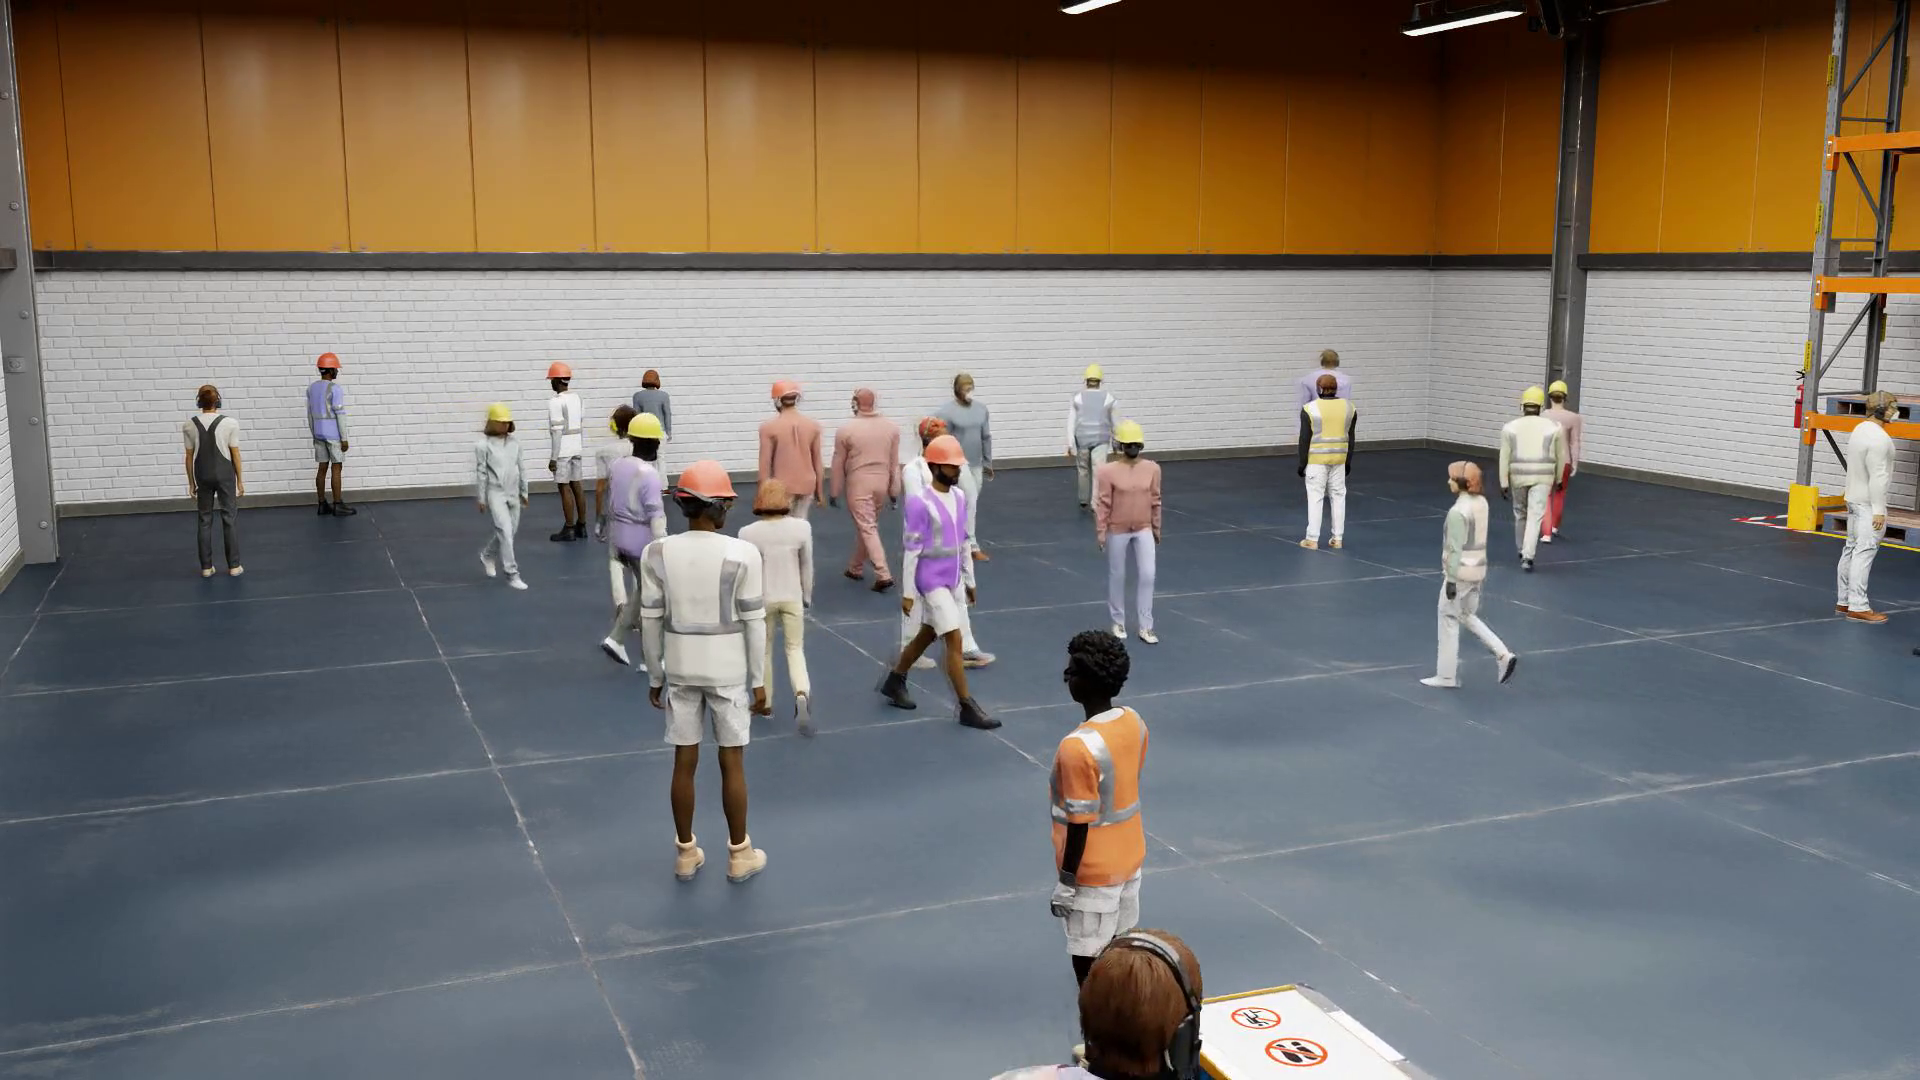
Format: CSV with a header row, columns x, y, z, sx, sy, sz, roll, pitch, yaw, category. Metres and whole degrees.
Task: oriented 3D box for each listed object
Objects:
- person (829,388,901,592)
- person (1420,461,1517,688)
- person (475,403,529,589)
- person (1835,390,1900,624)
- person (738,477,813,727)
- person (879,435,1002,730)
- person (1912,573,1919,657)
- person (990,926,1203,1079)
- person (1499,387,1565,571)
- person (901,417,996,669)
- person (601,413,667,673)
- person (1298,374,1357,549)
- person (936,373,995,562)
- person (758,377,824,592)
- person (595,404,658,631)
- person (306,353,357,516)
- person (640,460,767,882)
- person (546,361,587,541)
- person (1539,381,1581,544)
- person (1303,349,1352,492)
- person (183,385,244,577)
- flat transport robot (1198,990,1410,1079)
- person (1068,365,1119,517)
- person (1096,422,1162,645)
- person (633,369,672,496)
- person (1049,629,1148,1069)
x,y,z,sx,sy,sz,roll,pitch,yaw,category
-0.860,-0.471,15.321,0.646,1.855,1.041,-6,11,-32,person
3.555,0.255,11.561,0.553,1.617,0.525,8,12,40,person
-4.278,-0.426,15.403,0.782,1.712,0.522,8,12,39,person
7.568,-0.282,13.855,0.354,1.938,0.635,2,10,12,person
-1.172,0.401,10.702,0.501,1.612,0.680,-3,10,-15,person
-0.172,0.245,10.836,1.010,1.893,0.555,6,11,33,person
7.358,0.006,12.207,0.560,1.913,0.746,0,9,2,person
0.228,1.596,2.891,0.641,1.817,0.785,6,11,32,person
5.598,-0.605,16.305,0.582,1.790,0.949,5,11,27,person
-0.113,0.050,12.107,0.795,1.857,0.587,6,11,32,person
-2.300,0.033,12.029,0.428,1.912,0.597,-7,12,-36,person
3.816,-0.817,17.402,0.627,1.843,0.429,-2,10,-13,person
-0.012,-0.759,16.878,0.627,1.904,0.907,-9,13,-44,person
-1.480,-0.465,14.886,0.647,1.965,0.719,-6,11,-34,person
-2.696,-0.169,13.463,0.524,1.849,0.403,-2,10,-13,person
-7.461,-1.251,19.735,0.551,1.935,0.375,5,11,27,person
-1.217,0.633,8.009,0.609,2.040,0.394,2,10,10,person
-4.272,-0.952,17.921,0.375,1.935,0.551,3,10,20,person
6.383,-0.851,17.966,0.528,1.727,0.882,2,9,9,person
4.671,-1.459,21.088,0.649,1.897,0.972,5,11,27,person
-7.103,-0.558,15.860,0.501,1.839,0.341,-1,9,-8,person
1.209,1.890,5.738,0.652,0.197,1.431,-3,10,-19,flat transport robot
1.590,-1.186,19.816,0.617,1.778,0.944,0,9,2,person
1.343,-0.048,13.007,0.554,1.740,0.722,-2,10,-10,person
-3.955,-1.380,21.438,0.497,1.632,0.289,1,9,3,person
0.481,1.154,5.893,0.318,1.697,0.535,5,11,27,person
